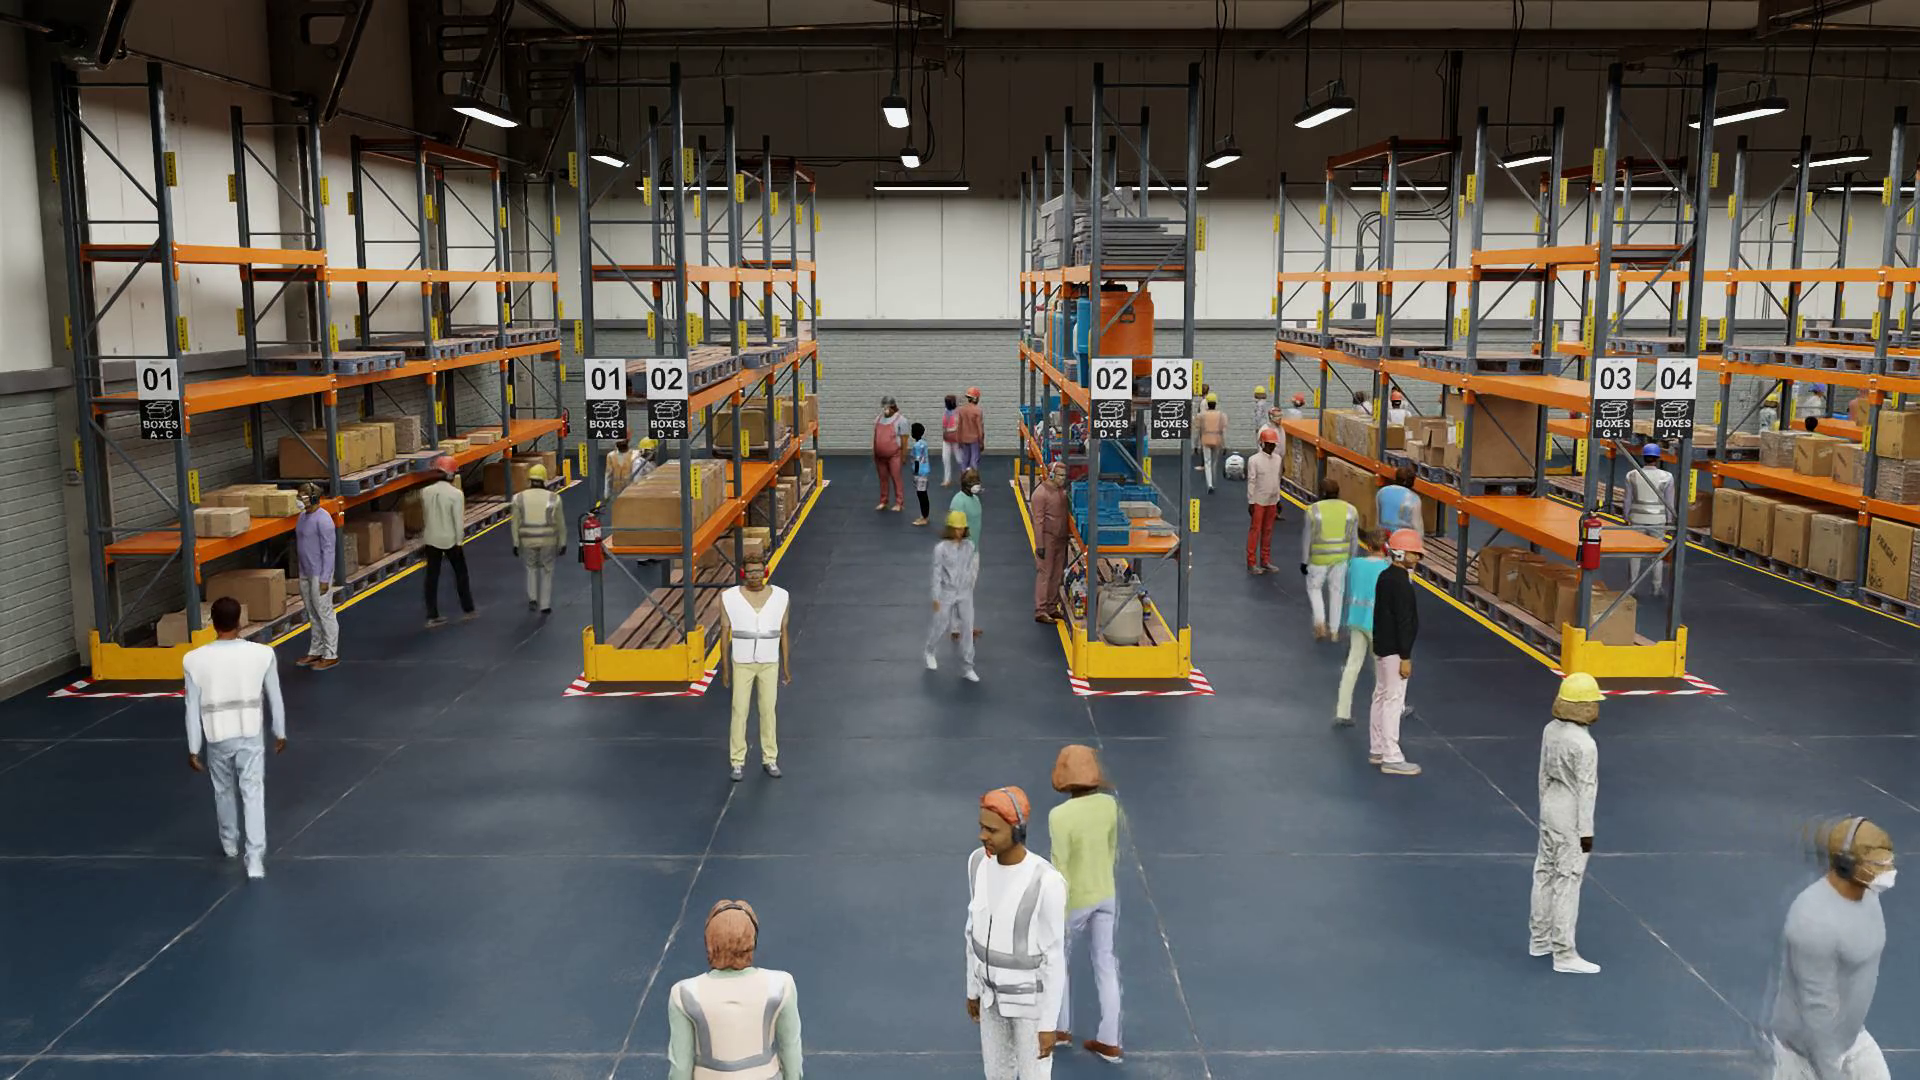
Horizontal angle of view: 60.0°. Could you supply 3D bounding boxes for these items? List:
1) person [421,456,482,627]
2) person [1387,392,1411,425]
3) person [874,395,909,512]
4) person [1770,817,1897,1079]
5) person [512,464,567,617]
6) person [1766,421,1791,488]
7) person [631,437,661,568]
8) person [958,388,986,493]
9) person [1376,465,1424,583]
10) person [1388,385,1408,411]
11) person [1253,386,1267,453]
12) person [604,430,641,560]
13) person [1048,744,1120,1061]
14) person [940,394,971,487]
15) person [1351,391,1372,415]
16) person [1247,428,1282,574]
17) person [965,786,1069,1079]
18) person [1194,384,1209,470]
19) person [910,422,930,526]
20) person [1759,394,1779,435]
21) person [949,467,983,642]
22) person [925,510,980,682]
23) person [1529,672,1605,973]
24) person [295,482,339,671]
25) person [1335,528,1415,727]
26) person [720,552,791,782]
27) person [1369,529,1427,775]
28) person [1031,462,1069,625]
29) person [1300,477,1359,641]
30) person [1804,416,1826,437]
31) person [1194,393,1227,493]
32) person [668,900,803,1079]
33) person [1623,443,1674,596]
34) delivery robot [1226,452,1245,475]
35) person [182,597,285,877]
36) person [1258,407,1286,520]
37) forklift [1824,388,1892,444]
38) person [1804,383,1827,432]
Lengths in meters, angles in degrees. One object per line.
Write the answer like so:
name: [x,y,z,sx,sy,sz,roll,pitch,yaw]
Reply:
person: [-5.956,-0.001,19.406,0.631,1.953,0.888,3,9,16]
person: [8.163,-1.817,31.202,0.544,1.929,0.387,1,9,3]
person: [-1.247,-1.515,28.891,0.686,2.000,0.535,6,10,32]
person: [3.516,2.027,6.524,0.662,1.907,0.816,-8,12,-41]
person: [-4.999,0.001,19.844,0.628,1.814,0.518,-1,9,-3]
person: [13.066,-0.986,26.296,0.539,1.783,0.624,-3,9,-21]
person: [-4.364,-0.534,23.259,0.403,1.828,0.593,2,9,10]
person: [0.236,-1.878,31.376,0.389,1.990,0.625,-8,12,-43]
person: [5.183,0.031,19.610,0.430,1.840,0.649,-6,11,-34]
person: [9.008,-2.272,34.369,0.332,1.859,0.511,-8,12,-42]
person: [6.479,-2.464,35.984,0.315,1.736,0.486,3,9,19]
person: [-4.870,-0.705,24.184,0.561,1.893,0.997,2,9,13]
person: [0.614,1.854,8.602,0.515,1.598,0.640,-7,11,-39]
person: [-0.078,-1.945,32.394,0.631,1.815,0.762,8,12,41]
person: [8.115,-2.100,33.439,0.533,1.798,0.656,4,10,25]
person: [4.175,-0.532,22.712,0.616,1.993,0.395,-6,11,-35]
person: [0.223,1.957,7.087,0.348,1.879,0.578,-8,12,-41]
person: [5.176,-2.386,35.156,0.348,1.839,0.503,4,10,25]
person: [-0.653,-1.078,27.216,0.322,1.690,0.532,1,9,8]
person: [16.327,-2.089,33.585,0.324,1.730,0.491,-1,9,-4]
person: [0.071,0.155,18.481,0.362,1.936,0.631,3,9,18]
person: [-0.090,0.529,16.806,0.494,1.713,0.835,-5,10,-29]
person: [3.543,1.621,9.665,0.312,1.744,0.487,-2,9,-10]
person: [-6.638,0.366,17.119,0.632,1.940,0.372,8,12,43]
person: [3.710,0.782,14.909,0.963,1.796,0.594,-7,11,-39]
person: [-1.638,0.999,13.343,0.564,1.846,0.391,-3,9,-17]
person: [3.556,0.894,13.548,0.391,1.991,0.612,0,9,-3]
person: [1.091,0.026,19.465,0.401,1.894,0.654,6,11,35]
person: [4.086,0.212,18.452,0.665,1.825,0.501,-1,9,-5]
person: [14.661,-1.309,28.694,0.536,1.678,0.703,2,9,11]
person: [4.740,-1.826,31.435,0.595,1.881,0.958,1,9,3]
person: [-0.855,2.183,6.383,0.514,1.642,0.310,-2,9,-12]
person: [8.727,-0.254,21.097,0.601,1.942,0.394,5,10,27]
delivery robot: [5.530,-1.524,33.410,0.477,0.478,0.707,2,9,13]
person: [-4.899,1.314,11.269,0.615,1.870,1.017,-4,10,-25]
person: [5.209,-1.248,27.600,0.403,1.906,0.651,8,12,41]
forklift: [20.072,-3.110,36.462,1.873,2.768,1.129,0,9,0]
person: [17.529,-2.288,34.214,0.532,1.927,0.629,3,9,18]
